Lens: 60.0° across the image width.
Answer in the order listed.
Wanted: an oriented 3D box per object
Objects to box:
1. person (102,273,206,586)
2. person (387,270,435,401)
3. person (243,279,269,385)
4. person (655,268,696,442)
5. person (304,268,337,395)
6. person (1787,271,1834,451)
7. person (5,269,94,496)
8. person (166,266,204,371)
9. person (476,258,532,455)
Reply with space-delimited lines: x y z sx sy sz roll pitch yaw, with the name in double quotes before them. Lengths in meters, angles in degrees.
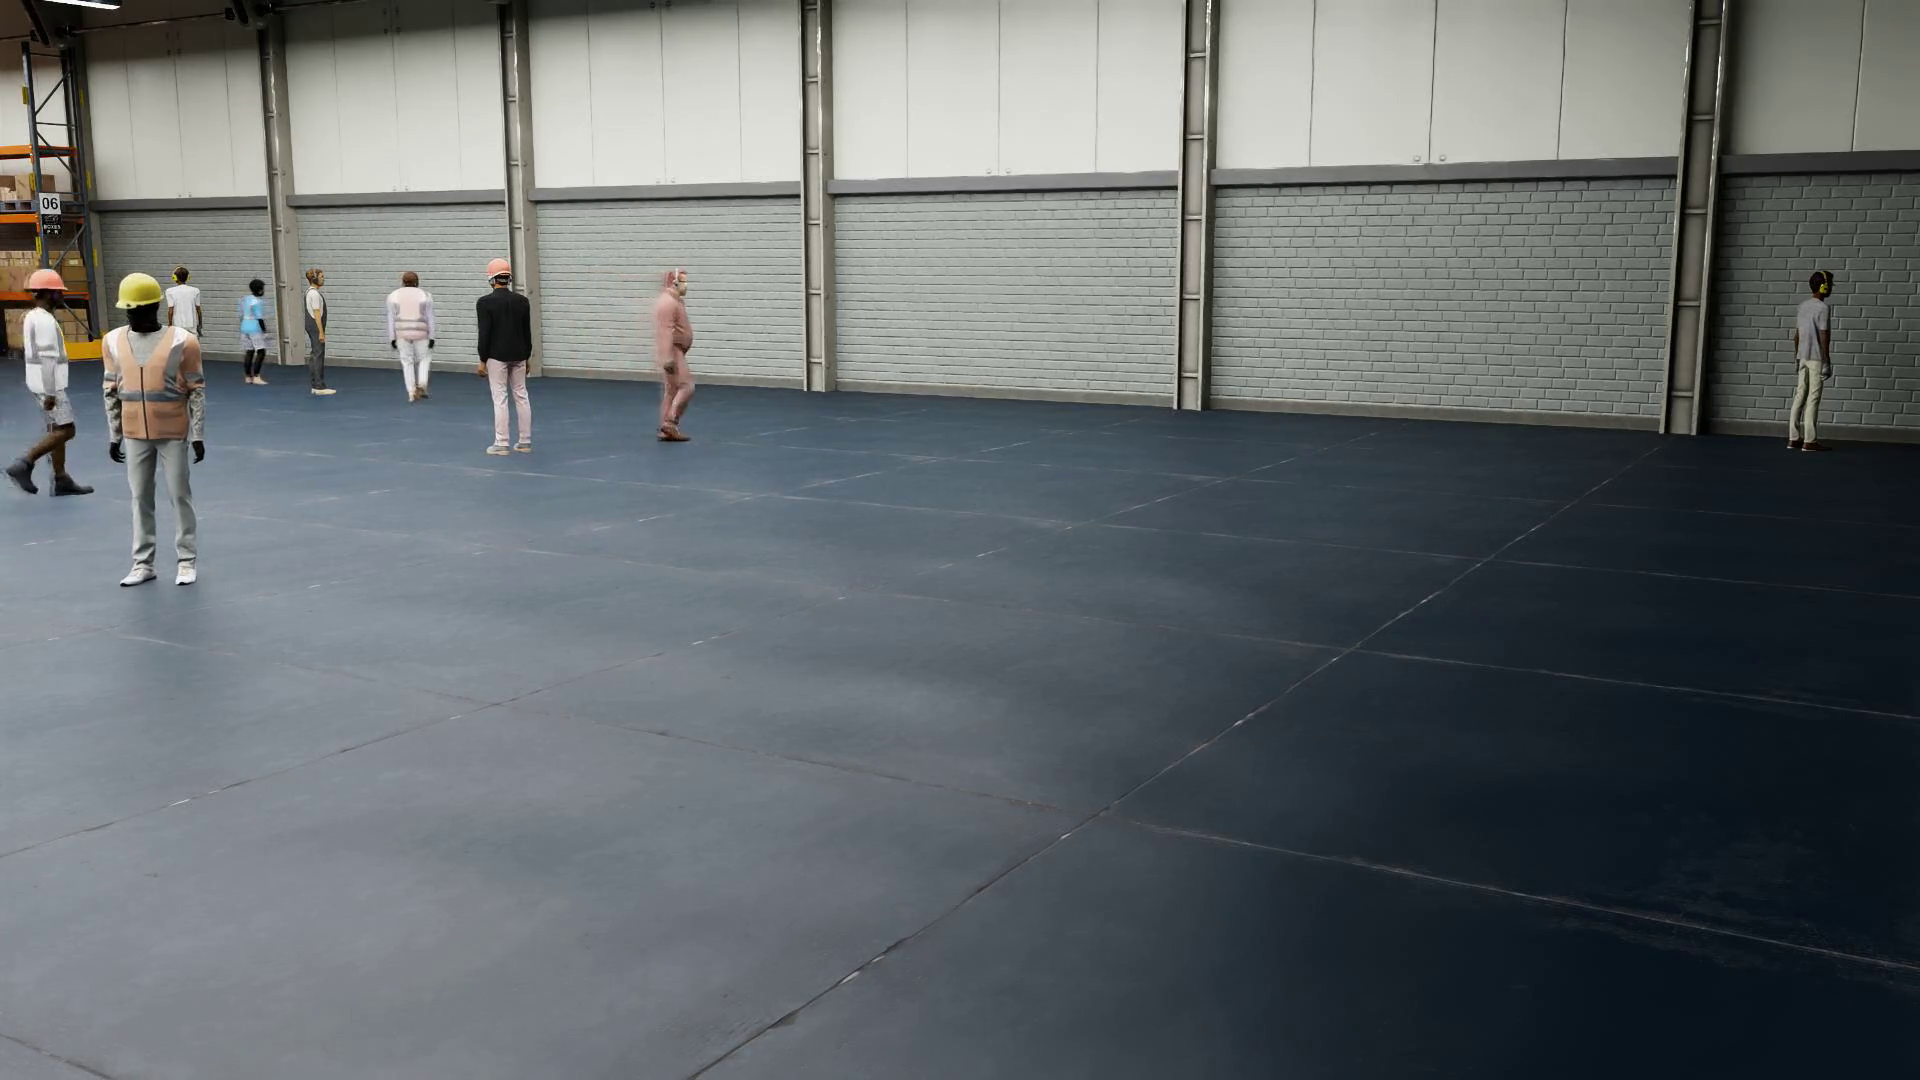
"person" -4.938 -0.667 10.208 0.589 1.917 0.392 -1 10 -4
"person" -7.634 -2.838 23.191 0.627 1.830 0.432 -2 10 -11
"person" -11.063 -3.253 26.098 0.324 1.663 0.632 -8 12 -38
"person" -3.082 -1.993 18.049 0.459 1.886 0.668 -1 10 -4
"person" -9.374 -3.038 24.296 0.344 1.847 0.506 -6 11 -31
"person" 8.903 -1.860 17.330 0.325 1.871 0.524 -2 10 -9
"person" -7.666 -1.298 13.896 0.566 1.918 0.547 -8 12 -38
"person" -11.762 -3.214 25.243 0.514 1.876 0.328 -8 13 -41
"person" -4.662 -1.867 17.001 0.392 1.995 0.612 9 13 43
